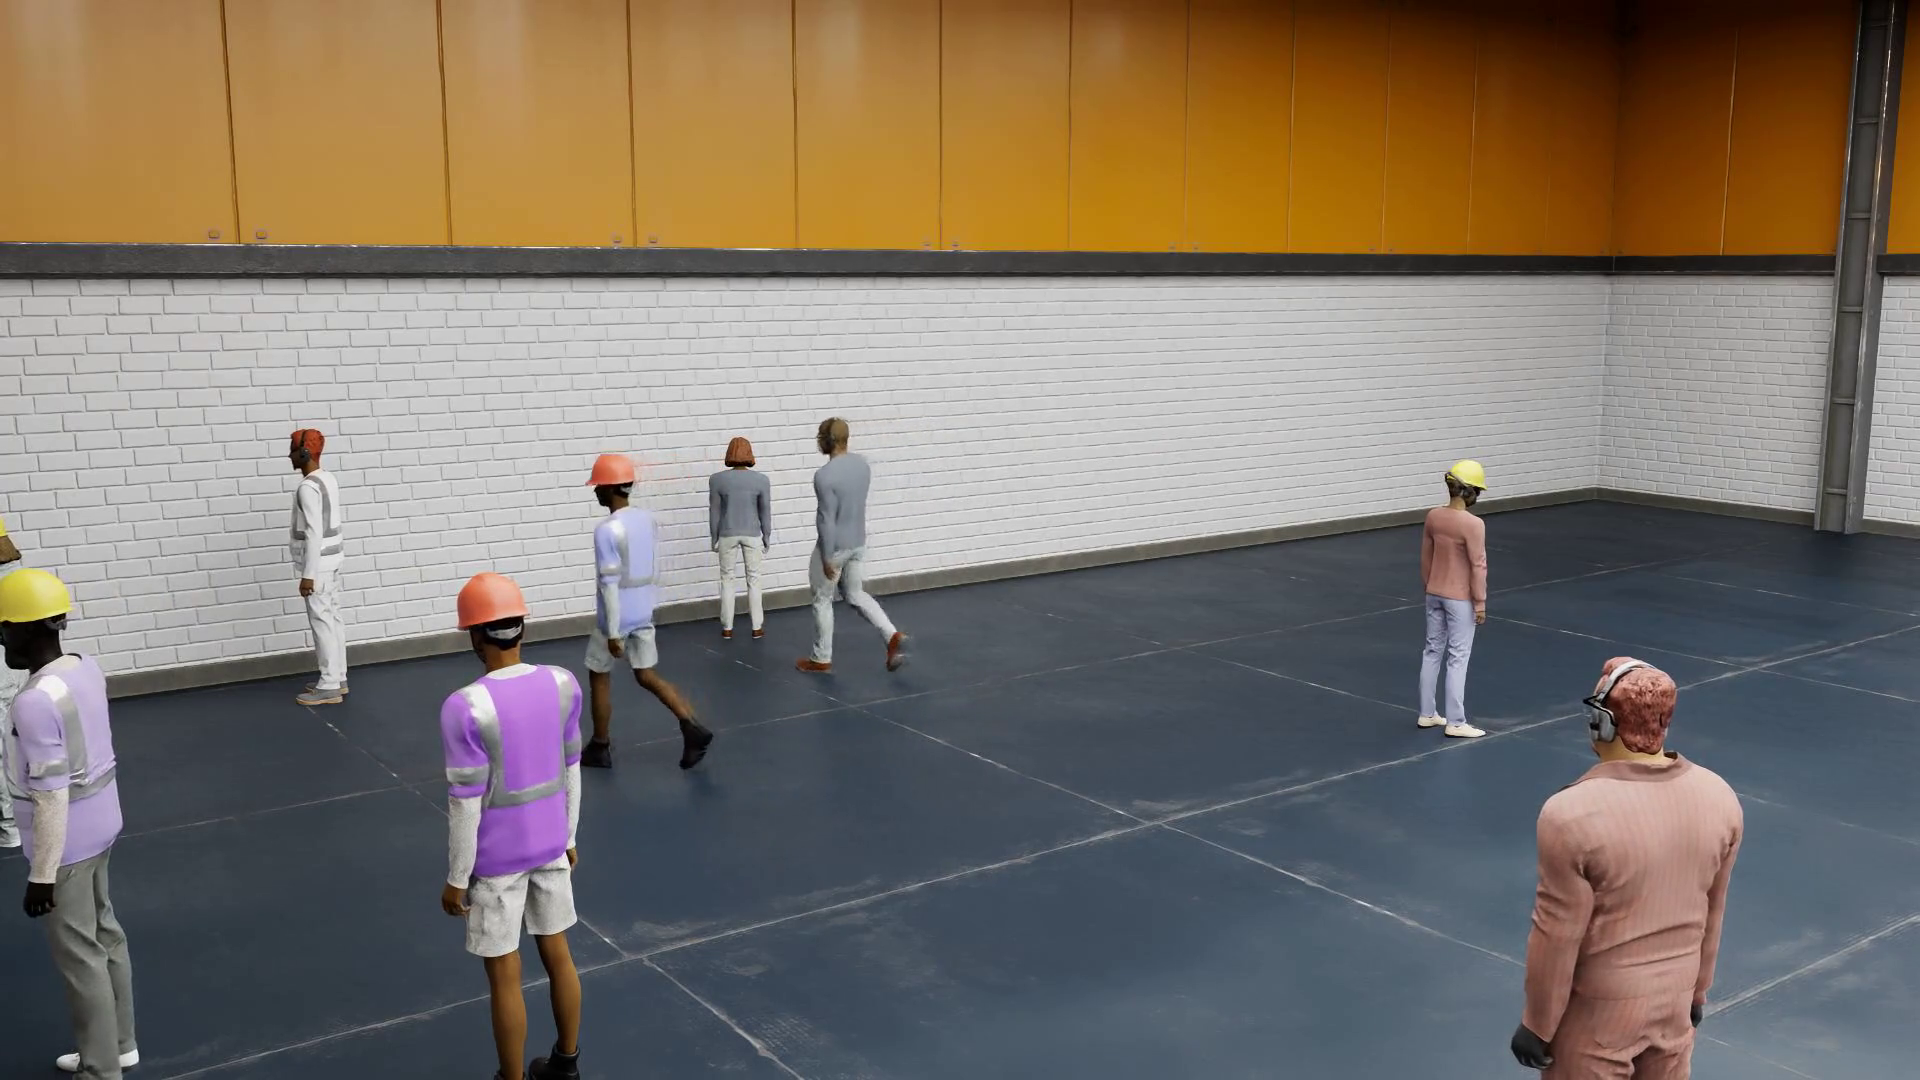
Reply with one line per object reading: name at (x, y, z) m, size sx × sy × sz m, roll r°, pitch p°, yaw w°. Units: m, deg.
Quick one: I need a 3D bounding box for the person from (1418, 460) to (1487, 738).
person at (3.158, 0.370, 10.576) m, size 0.336 × 1.758 × 0.533 m, roll -4°, pitch 10°, yaw -24°

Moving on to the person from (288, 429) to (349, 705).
person at (-4.393, 0.179, 11.362) m, size 0.342 × 1.882 × 0.586 m, roll -1°, pitch 9°, yaw -8°

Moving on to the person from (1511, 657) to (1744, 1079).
person at (1.802, 1.263, 4.608) m, size 0.643 × 1.909 × 0.410 m, roll -4°, pitch 10°, yaw -22°

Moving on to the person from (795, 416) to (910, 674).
person at (-0.802, 0.060, 12.030) m, size 0.820 × 1.911 × 0.633 m, roll 6°, pitch 11°, yaw 32°

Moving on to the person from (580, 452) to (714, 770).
person at (-1.908, 0.434, 9.741) m, size 0.865 × 1.909 × 0.548 m, roll 5°, pitch 10°, yaw 26°

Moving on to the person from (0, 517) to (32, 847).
person at (-4.933, 0.707, 8.556) m, size 0.323 × 1.738 × 0.488 m, roll 5°, pitch 10°, yaw 26°

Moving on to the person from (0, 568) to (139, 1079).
person at (-3.173, 1.050, 5.858) m, size 0.385 × 1.925 × 0.592 m, roll -2°, pitch 9°, yaw -11°

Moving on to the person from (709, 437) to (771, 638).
person at (-1.762, -0.015, 13.360) m, size 0.494 × 1.624 × 0.282 m, roll -1°, pitch 9°, yaw -8°

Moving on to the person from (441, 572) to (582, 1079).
person at (-1.559, 1.067, 5.755) m, size 0.374 × 1.928 × 0.543 m, roll 7°, pitch 12°, yaw 38°
